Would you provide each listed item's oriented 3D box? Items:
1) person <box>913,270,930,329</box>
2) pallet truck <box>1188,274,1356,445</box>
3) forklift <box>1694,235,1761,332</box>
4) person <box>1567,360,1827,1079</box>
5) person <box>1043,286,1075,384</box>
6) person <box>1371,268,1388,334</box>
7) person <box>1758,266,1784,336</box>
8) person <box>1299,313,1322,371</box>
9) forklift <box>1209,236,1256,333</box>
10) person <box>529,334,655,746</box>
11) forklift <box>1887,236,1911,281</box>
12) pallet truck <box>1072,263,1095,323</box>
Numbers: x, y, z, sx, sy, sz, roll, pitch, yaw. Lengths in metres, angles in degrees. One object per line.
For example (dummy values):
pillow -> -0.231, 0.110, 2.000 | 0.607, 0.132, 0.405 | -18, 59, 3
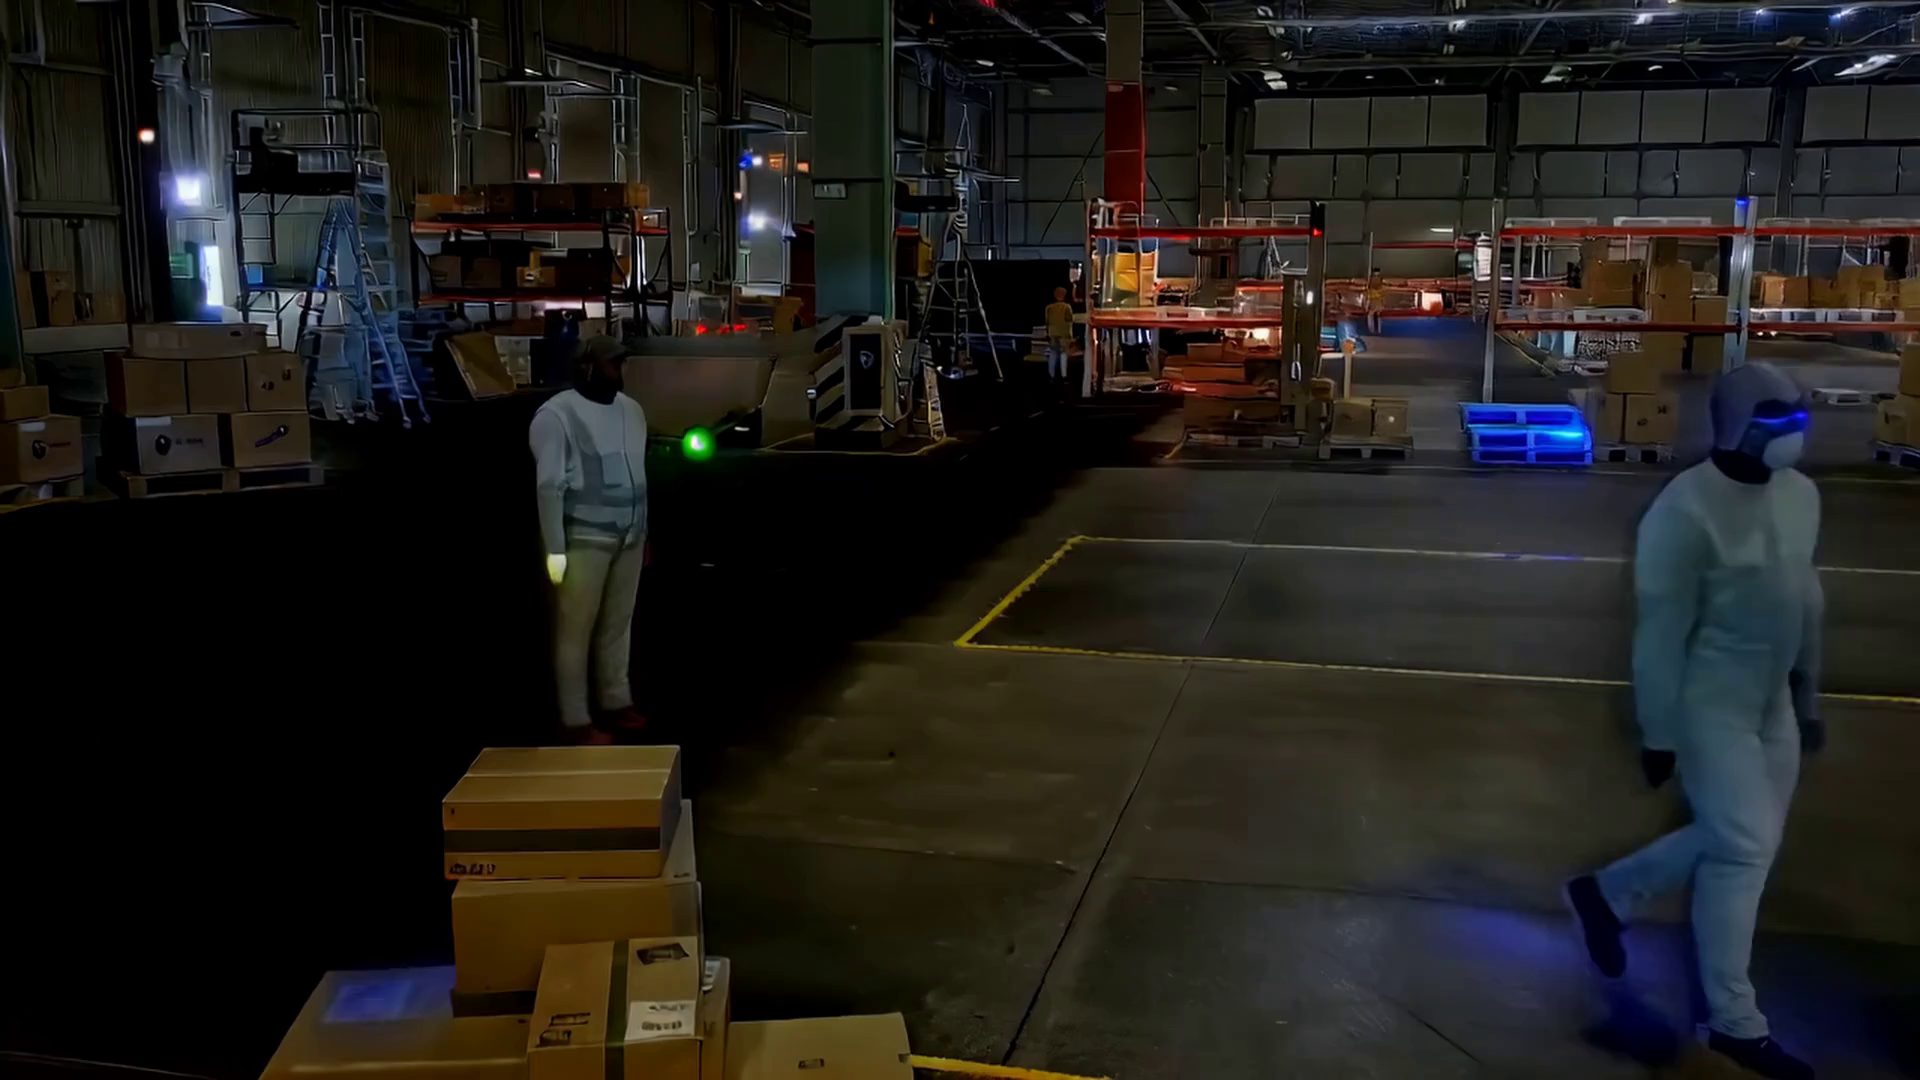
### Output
person -> -1.151, -7.384, 50.682 | 0.544, 1.930, 0.388 | -6, 11, -31
pallet truck -> 3.653, -2.138, 19.590 | 1.885, 1.965, 0.823 | -4, 10, -20
forklift -> 22.425, -7.519, 48.677 | 1.873, 2.768, 1.129 | 2, 10, 14
person -> 2.050, 0.457, 4.562 | 0.638, 1.915, 0.777 | -7, 12, -34
person -> 1.705, -3.526, 28.658 | 0.582, 1.692, 0.346 | 4, 10, 23
person -> 12.024, -6.861, 47.766 | 0.377, 1.892, 0.726 | 1, 10, 6
person -> 22.638, -6.672, 46.458 | 0.635, 1.937, 0.354 | 1, 10, 7
person -> 6.784, -4.110, 31.985 | 0.482, 1.735, 0.347 | -8, 13, -41
forklift -> 7.492, -7.258, 47.139 | 1.873, 2.768, 1.129 | -9, 13, -44
person -> -1.613, -0.001, 7.472 | 0.429, 1.839, 0.633 | 6, 12, 33
forklift -> 29.294, -8.091, 52.040 | 1.873, 2.768, 1.129 | 2, 10, 14
pallet truck -> 4.325, -8.180, 55.162 | 0.823, 1.965, 1.885 | 6, 11, 31
